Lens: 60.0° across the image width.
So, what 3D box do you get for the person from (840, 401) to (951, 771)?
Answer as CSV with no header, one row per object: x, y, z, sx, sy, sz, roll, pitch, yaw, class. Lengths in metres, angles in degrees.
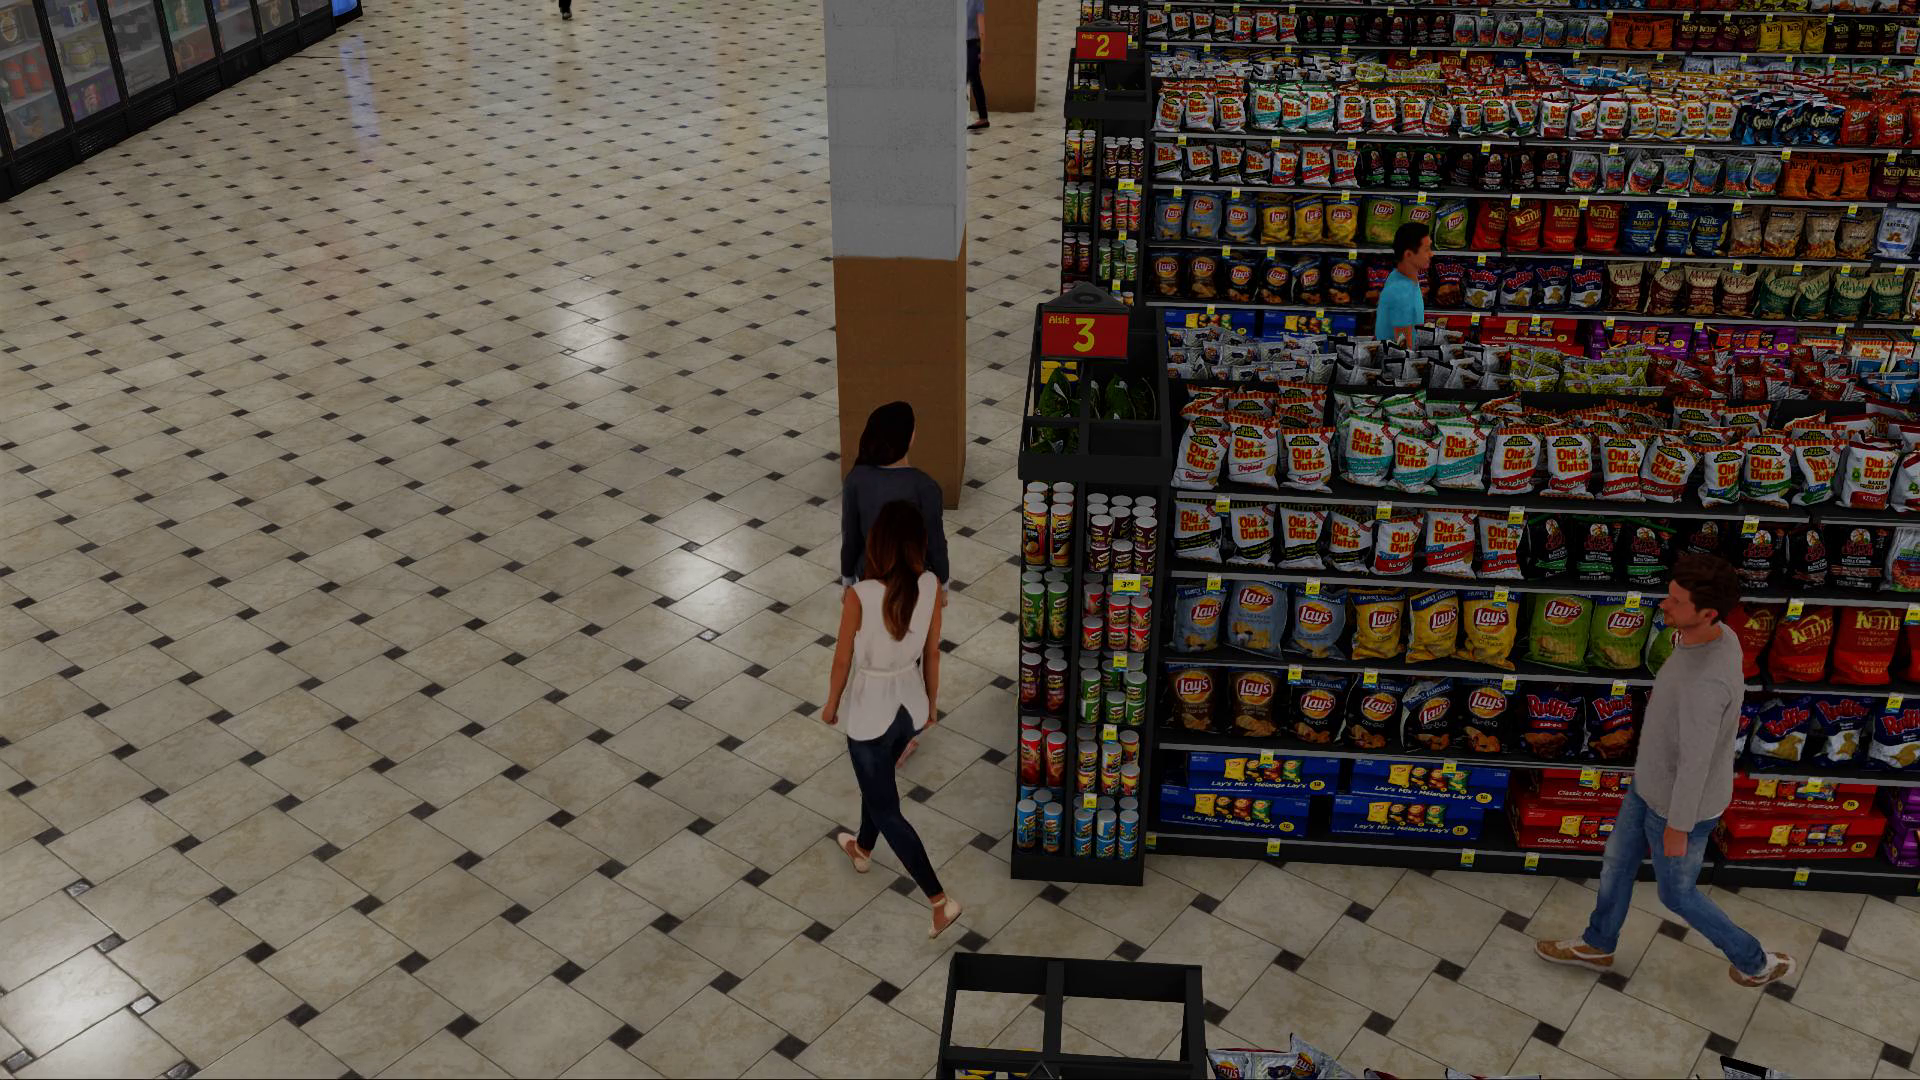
-0.322,0.255,7.303,0.658,1.757,0.763,10,30,18,person

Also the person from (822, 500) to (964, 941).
-0.227,0.738,6.432,1.101,1.745,1.122,-22,36,-35,person

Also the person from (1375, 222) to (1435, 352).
2.392,-0.950,9.511,0.850,1.757,0.763,13,31,23,person

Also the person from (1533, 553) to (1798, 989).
2.679,0.919,5.974,1.190,1.867,0.852,11,31,20,person

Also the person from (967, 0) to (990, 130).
0.190,-5.051,17.081,0.978,1.701,0.869,-14,32,-24,person
